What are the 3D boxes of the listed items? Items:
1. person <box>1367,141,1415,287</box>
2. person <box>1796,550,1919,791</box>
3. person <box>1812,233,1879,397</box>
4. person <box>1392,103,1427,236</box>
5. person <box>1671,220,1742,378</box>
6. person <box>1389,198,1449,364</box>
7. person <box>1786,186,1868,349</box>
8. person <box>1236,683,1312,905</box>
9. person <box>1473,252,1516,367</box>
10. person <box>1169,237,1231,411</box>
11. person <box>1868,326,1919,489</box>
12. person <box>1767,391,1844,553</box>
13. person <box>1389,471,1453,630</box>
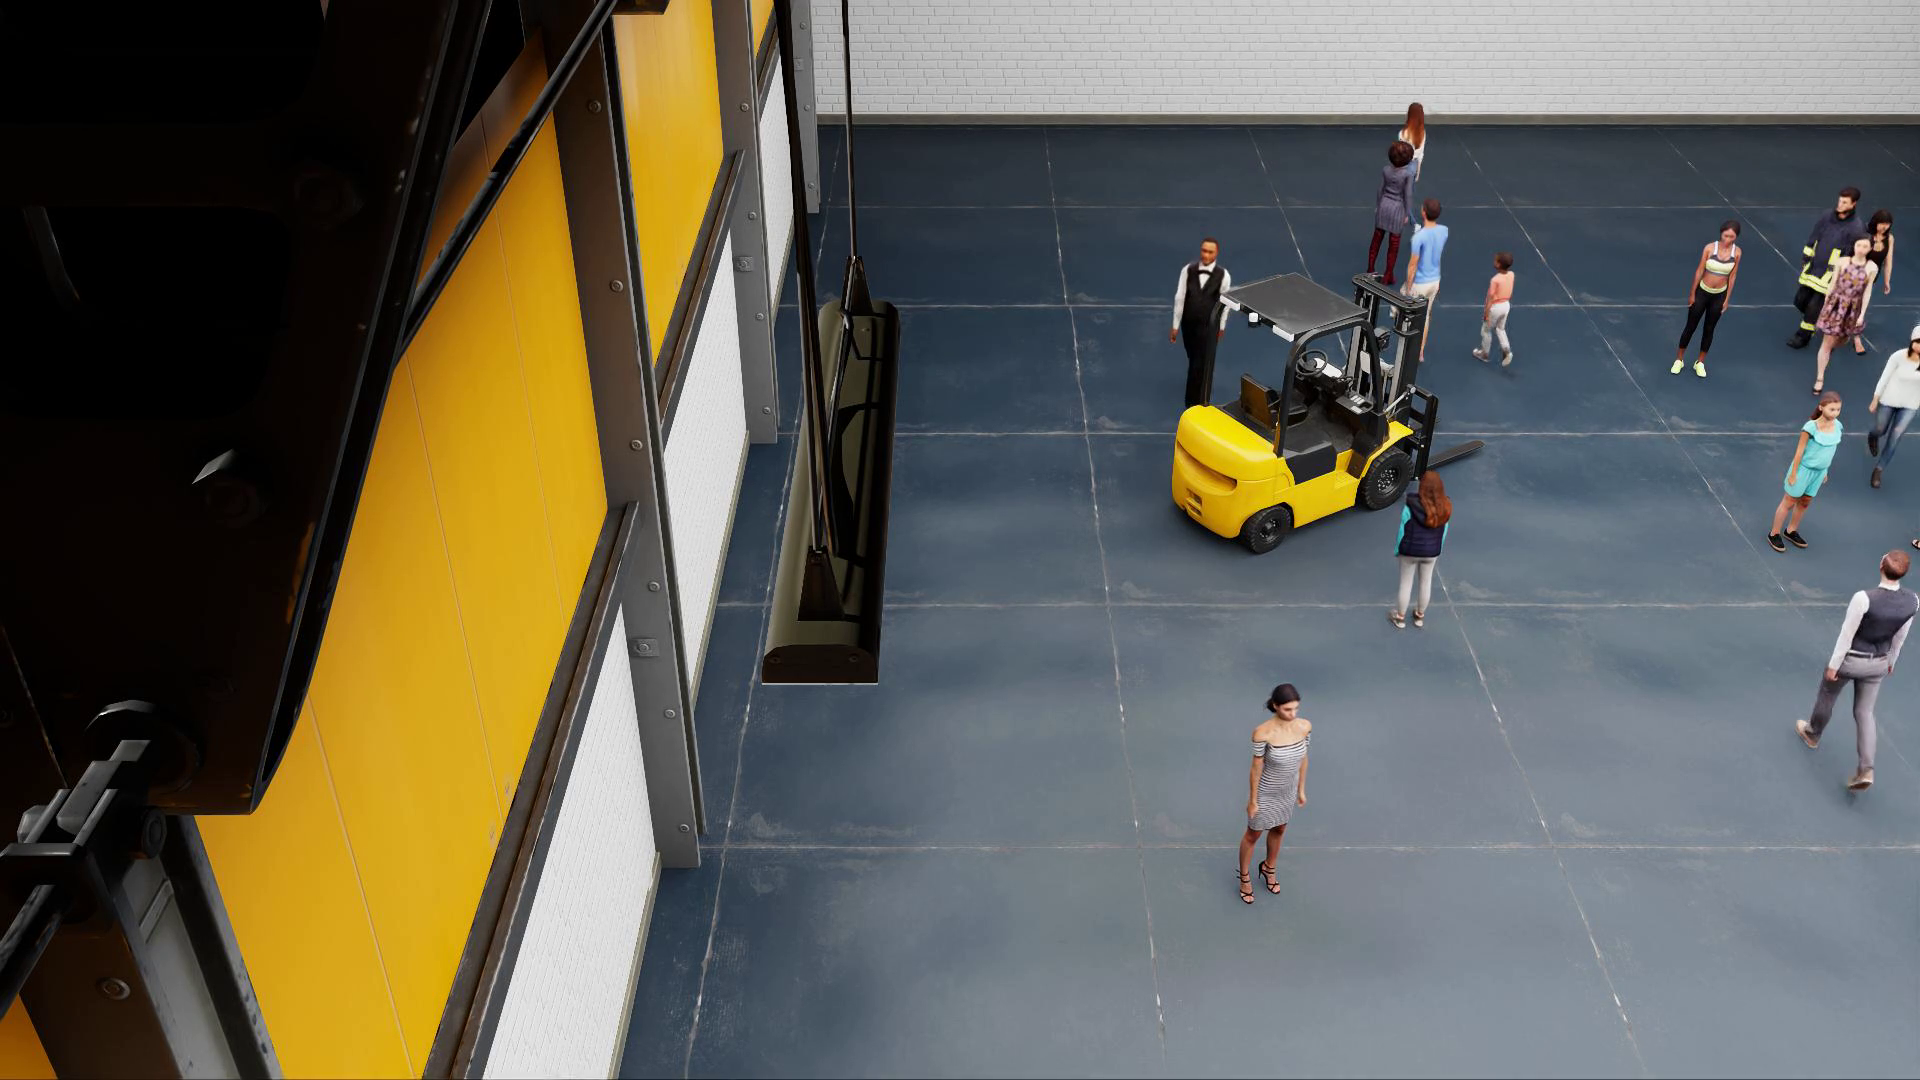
[{"bbox_3d":[5.098,-3.863,19.671,0.683,1.702,0.737,28,42,35],"label":"person"},{"bbox_3d":[6.672,0.955,12.234,0.671,1.910,1.168,1,34,2],"label":"person"},{"bbox_3d":[9.261,-2.405,17.428,0.938,1.757,1.135,17,37,24],"label":"person"},{"bbox_3d":[5.609,-4.566,20.724,0.880,1.707,1.108,-16,37,-22],"label":"person"},{"bbox_3d":[7.979,-2.592,17.709,0.613,1.757,0.602,9,35,14],"label":"person"},{"bbox_3d":[5.016,-2.728,17.832,0.763,1.848,0.810,-14,36,-20],"label":"person"},{"bbox_3d":[9.542,-2.992,18.177,1.044,1.905,0.976,-14,36,-20],"label":"person"},{"bbox_3d":[2.102,1.698,11.197,0.665,1.822,0.653,-13,36,-18],"label":"person"},{"bbox_3d":[5.847,-2.476,17.951,0.674,1.296,0.827,-14,36,-20],"label":"person"},{"bbox_3d":[2.475,-2.244,17.073,1.072,1.881,1.374,15,36,21],"label":"person"},{"bbox_3d":[8.994,-1.341,15.944,0.814,1.628,1.046,9,35,14],"label":"person"},{"bbox_3d":[7.628,-0.636,14.947,0.593,1.557,0.598,-7,34,-10],"label":"person"},{"bbox_3d":[3.852,0.075,13.929,0.570,1.501,0.576,-1,34,-2],"label":"person"}]
